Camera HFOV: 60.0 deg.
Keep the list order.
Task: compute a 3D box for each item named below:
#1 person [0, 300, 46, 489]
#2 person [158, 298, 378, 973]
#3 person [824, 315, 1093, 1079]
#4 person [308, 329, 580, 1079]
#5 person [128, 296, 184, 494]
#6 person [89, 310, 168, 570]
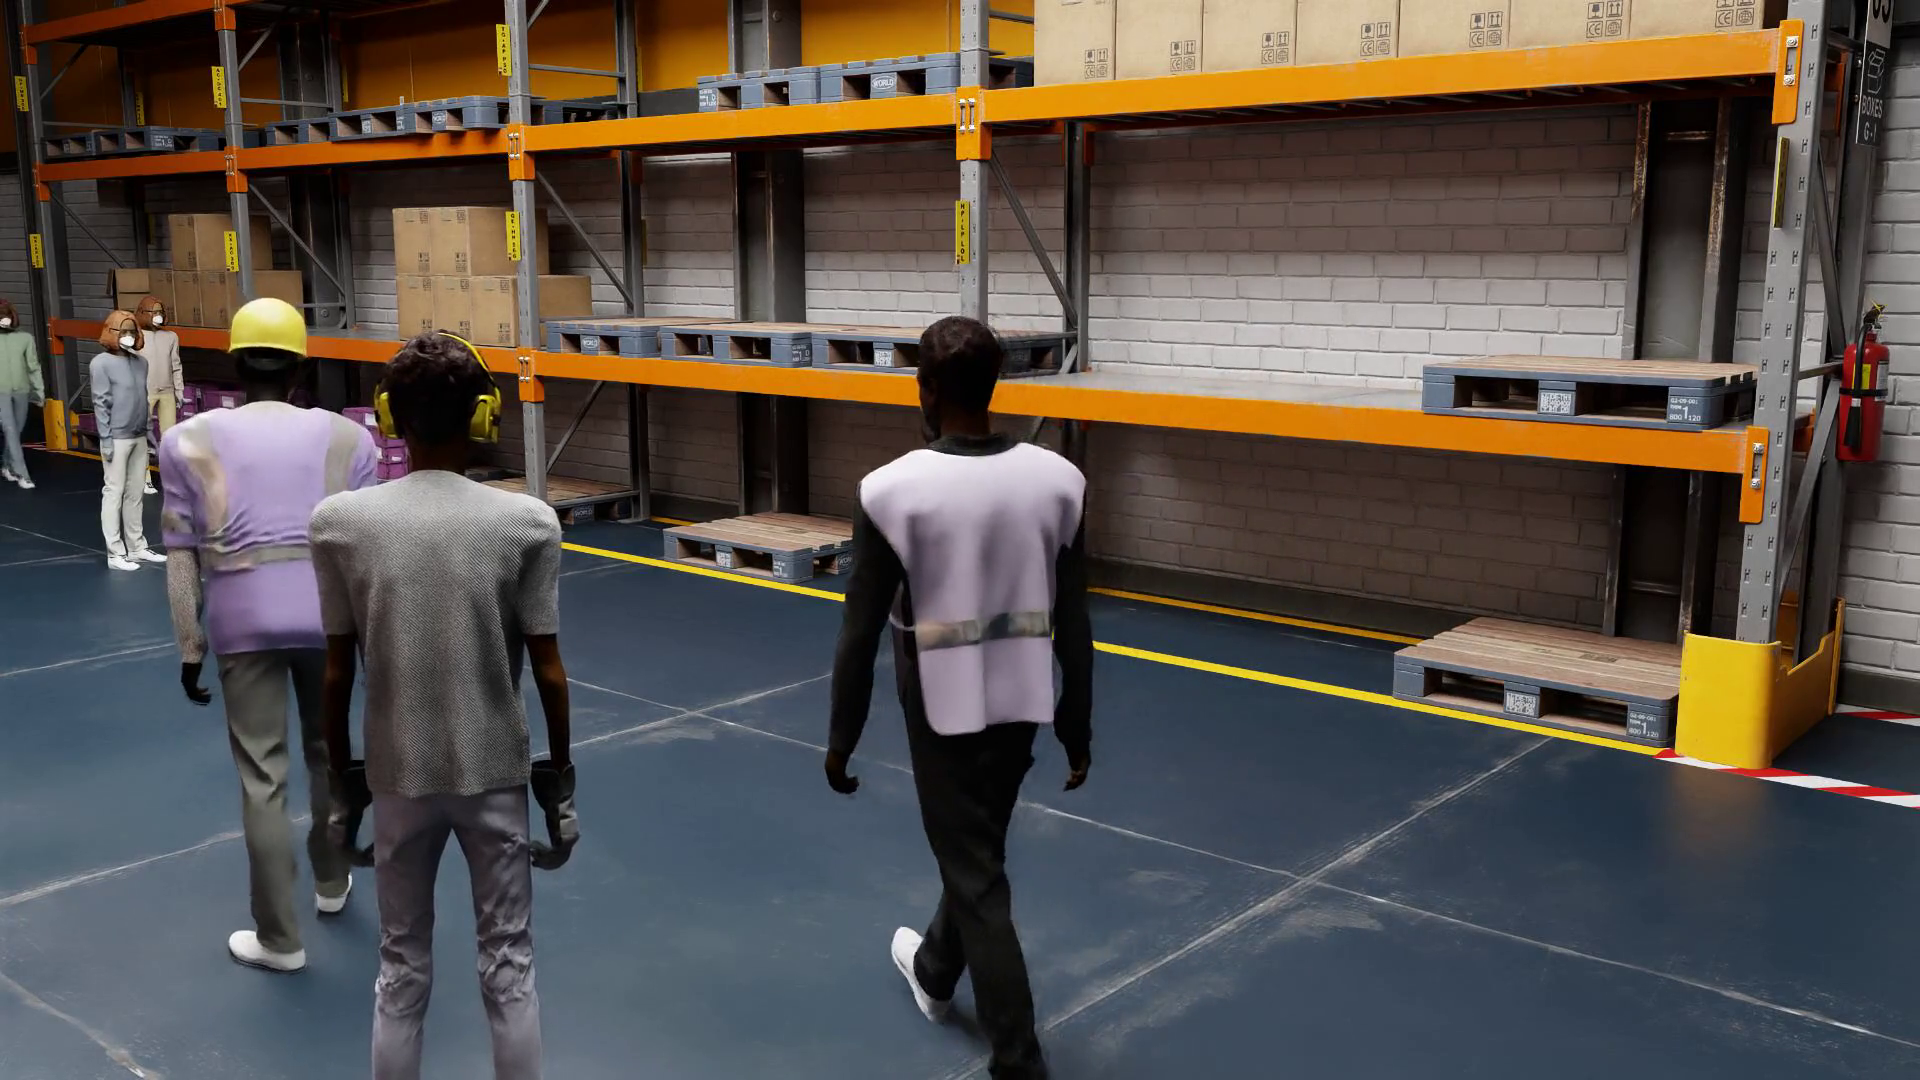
[{"bbox_3d":[-8.120,-1.256,14.205,0.832,1.593,0.510,8,13,39],"label":"person"},{"bbox_3d":[-1.959,0.257,4.812,0.587,1.874,0.681,-6,12,-30],"label":"person"},{"bbox_3d":[-0.011,0.407,3.984,0.616,1.860,1.017,-6,11,-30],"label":"person"},{"bbox_3d":[-1.045,0.508,3.413,0.512,1.861,0.314,-1,10,-8],"label":"person"},{"bbox_3d":[-6.672,-1.199,13.791,0.277,1.629,0.497,7,12,34],"label":"person"},{"bbox_3d":[-5.281,-0.634,10.553,0.286,1.632,0.500,2,10,10],"label":"person"}]
